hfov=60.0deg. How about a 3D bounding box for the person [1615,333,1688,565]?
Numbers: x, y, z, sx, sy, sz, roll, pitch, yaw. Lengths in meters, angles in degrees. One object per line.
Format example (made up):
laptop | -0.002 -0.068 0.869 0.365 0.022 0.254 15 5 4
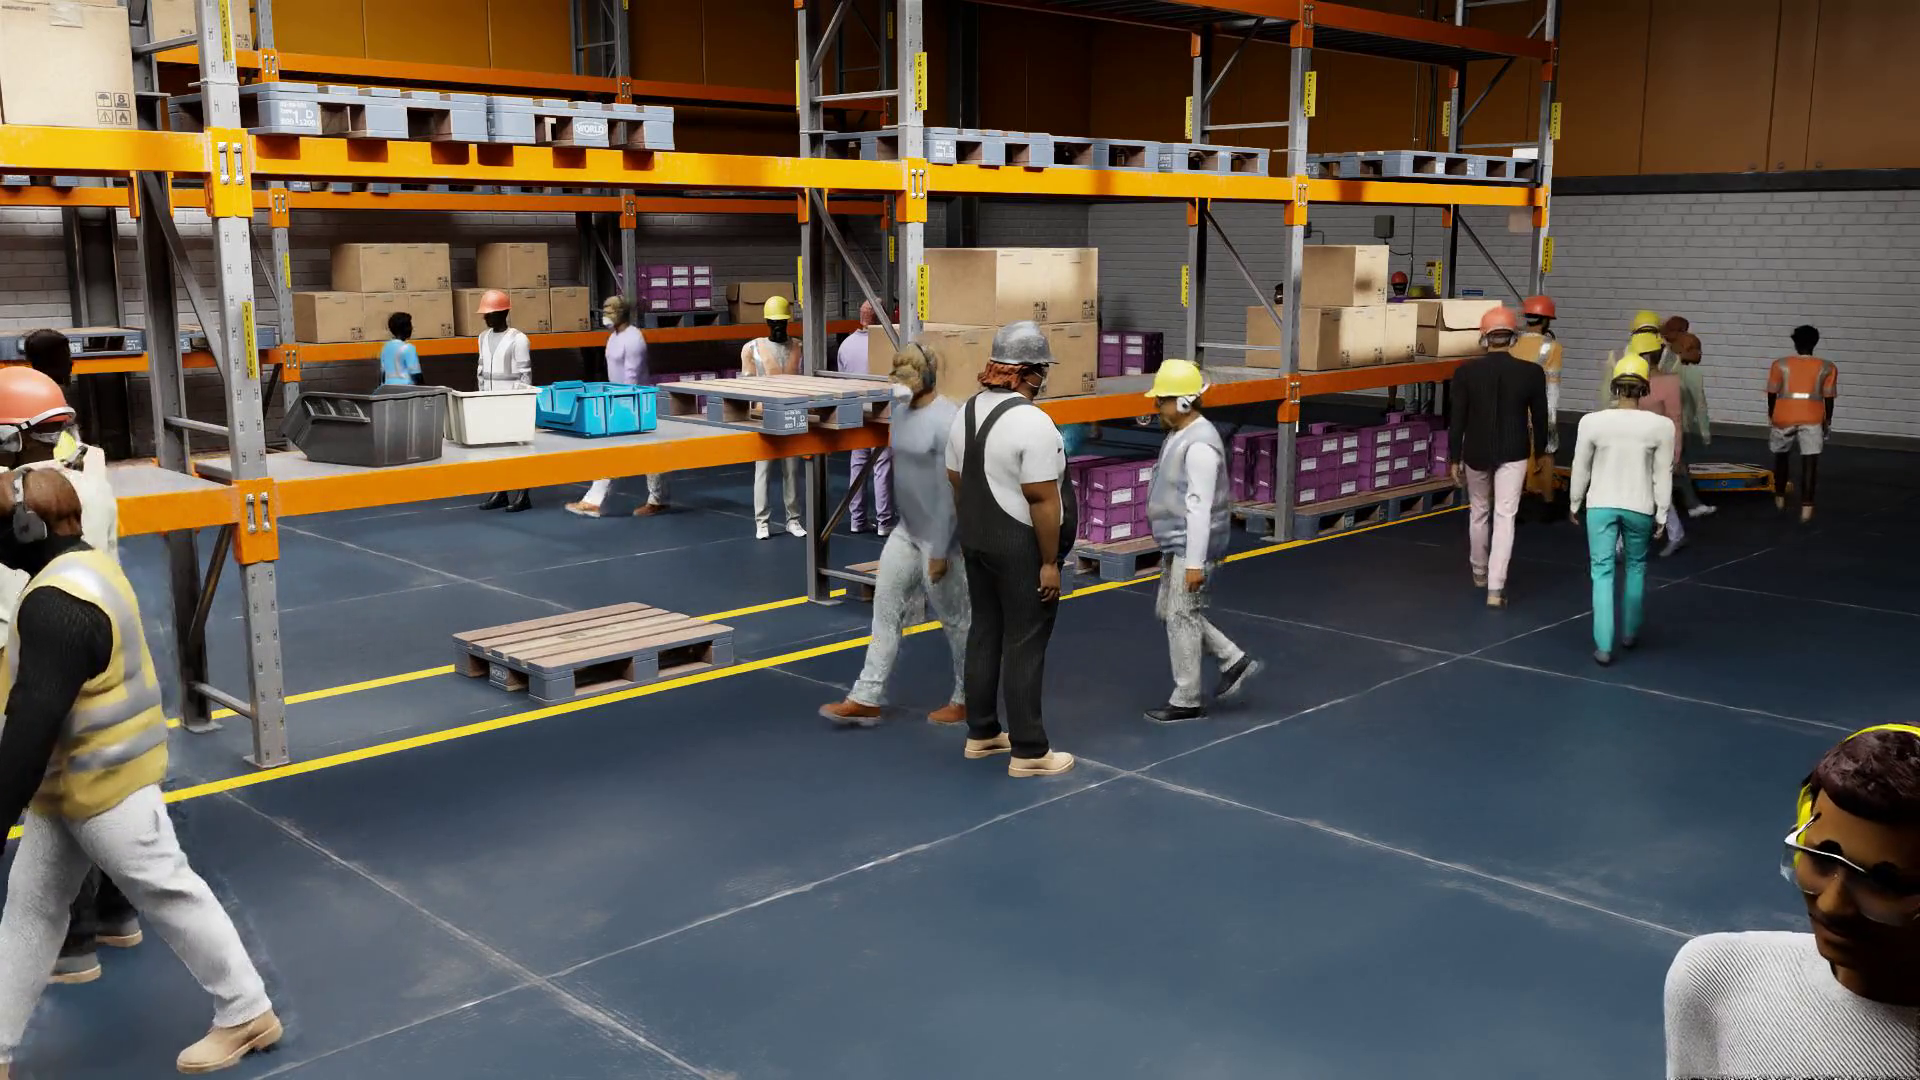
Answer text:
person | 5.104 -0.678 12.268 0.969 1.704 0.515 -4 11 -21

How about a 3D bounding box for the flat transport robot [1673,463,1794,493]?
flat transport robot | 6.983 -0.578 15.624 1.431 0.197 0.652 -1 11 -8

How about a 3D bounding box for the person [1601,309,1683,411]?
person | 5.539 -0.963 13.544 0.608 1.804 0.596 4 11 23

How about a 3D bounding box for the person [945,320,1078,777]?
person | 0.276 0.025 7.507 0.536 2.000 0.688 -7 12 -33

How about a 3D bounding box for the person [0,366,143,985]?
person | -2.936 0.438 5.381 0.379 1.995 0.612 1 10 4

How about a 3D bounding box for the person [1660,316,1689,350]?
person | 7.151 -1.471 16.884 0.700 1.585 0.511 7 12 33

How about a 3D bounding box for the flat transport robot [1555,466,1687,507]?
flat transport robot | 5.998 -0.503 15.216 0.652 0.197 1.431 -2 11 -9

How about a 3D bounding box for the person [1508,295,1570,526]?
person | 4.800 -1.065 13.791 0.792 1.910 0.565 -9 14 -40

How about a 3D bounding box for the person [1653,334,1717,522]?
person | 6.049 -0.938 13.990 0.873 1.583 0.510 -2 11 -10

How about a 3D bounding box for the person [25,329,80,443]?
person | -5.123 -0.225 9.280 0.735 1.895 0.600 -9 14 -40

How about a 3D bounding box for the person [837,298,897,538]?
person | -0.667 -0.975 13.324 0.651 1.907 0.409 9 13 39

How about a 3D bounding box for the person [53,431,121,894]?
person | -3.167 0.453 6.007 0.436 1.741 0.531 -10 14 -42

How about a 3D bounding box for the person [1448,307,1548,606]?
person | 3.558 -0.562 11.033 0.618 1.939 1.069 4 11 19

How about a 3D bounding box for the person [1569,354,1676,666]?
person | 3.756 -0.187 9.503 0.527 1.740 0.770 3 11 15

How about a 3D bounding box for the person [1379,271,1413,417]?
person | 5.784 -2.572 21.970 0.542 1.930 0.375 -3 11 -15

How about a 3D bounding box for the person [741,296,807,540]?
person | -1.439 -0.968 13.234 0.588 1.927 0.365 -4 11 -22

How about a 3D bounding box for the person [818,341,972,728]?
person | -0.261 0.009 7.987 0.925 1.896 0.648 -6 12 -31

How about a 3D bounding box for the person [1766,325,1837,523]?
person | 7.180 -1.004 14.241 0.545 1.625 0.887 5 11 23

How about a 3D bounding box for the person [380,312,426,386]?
person | -5.397 -1.405 16.355 0.866 1.654 0.542 -9 14 -41

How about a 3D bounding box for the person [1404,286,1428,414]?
person | 5.990 -2.474 21.970 0.485 1.737 0.324 -6 12 -30

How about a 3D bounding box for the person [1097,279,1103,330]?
person | 1.923 -3.150 25.344 0.536 1.849 0.583 5 11 25

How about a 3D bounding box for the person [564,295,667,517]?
person | -2.915 -1.106 14.049 0.947 1.896 0.647 -6 12 -31

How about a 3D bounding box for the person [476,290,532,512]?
person | -3.995 -1.204 14.497 0.551 1.932 0.376 5 12 27

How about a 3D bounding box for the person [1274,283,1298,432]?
person | 3.744 -2.014 19.118 0.331 1.864 0.509 0 10 1

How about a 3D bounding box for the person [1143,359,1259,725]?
person | 1.167 0.013 8.186 0.558 1.809 0.629 -1 10 -3

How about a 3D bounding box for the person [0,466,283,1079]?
person | -2.468 0.683 4.673 1.009 1.779 0.624 -6 12 -29

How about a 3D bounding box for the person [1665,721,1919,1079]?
person | 1.076 1.116 2.037 0.518 1.865 0.323 7 12 32

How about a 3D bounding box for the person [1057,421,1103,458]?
person | 0.832 -0.998 13.710 0.869 1.813 0.571 -10 14 -42
